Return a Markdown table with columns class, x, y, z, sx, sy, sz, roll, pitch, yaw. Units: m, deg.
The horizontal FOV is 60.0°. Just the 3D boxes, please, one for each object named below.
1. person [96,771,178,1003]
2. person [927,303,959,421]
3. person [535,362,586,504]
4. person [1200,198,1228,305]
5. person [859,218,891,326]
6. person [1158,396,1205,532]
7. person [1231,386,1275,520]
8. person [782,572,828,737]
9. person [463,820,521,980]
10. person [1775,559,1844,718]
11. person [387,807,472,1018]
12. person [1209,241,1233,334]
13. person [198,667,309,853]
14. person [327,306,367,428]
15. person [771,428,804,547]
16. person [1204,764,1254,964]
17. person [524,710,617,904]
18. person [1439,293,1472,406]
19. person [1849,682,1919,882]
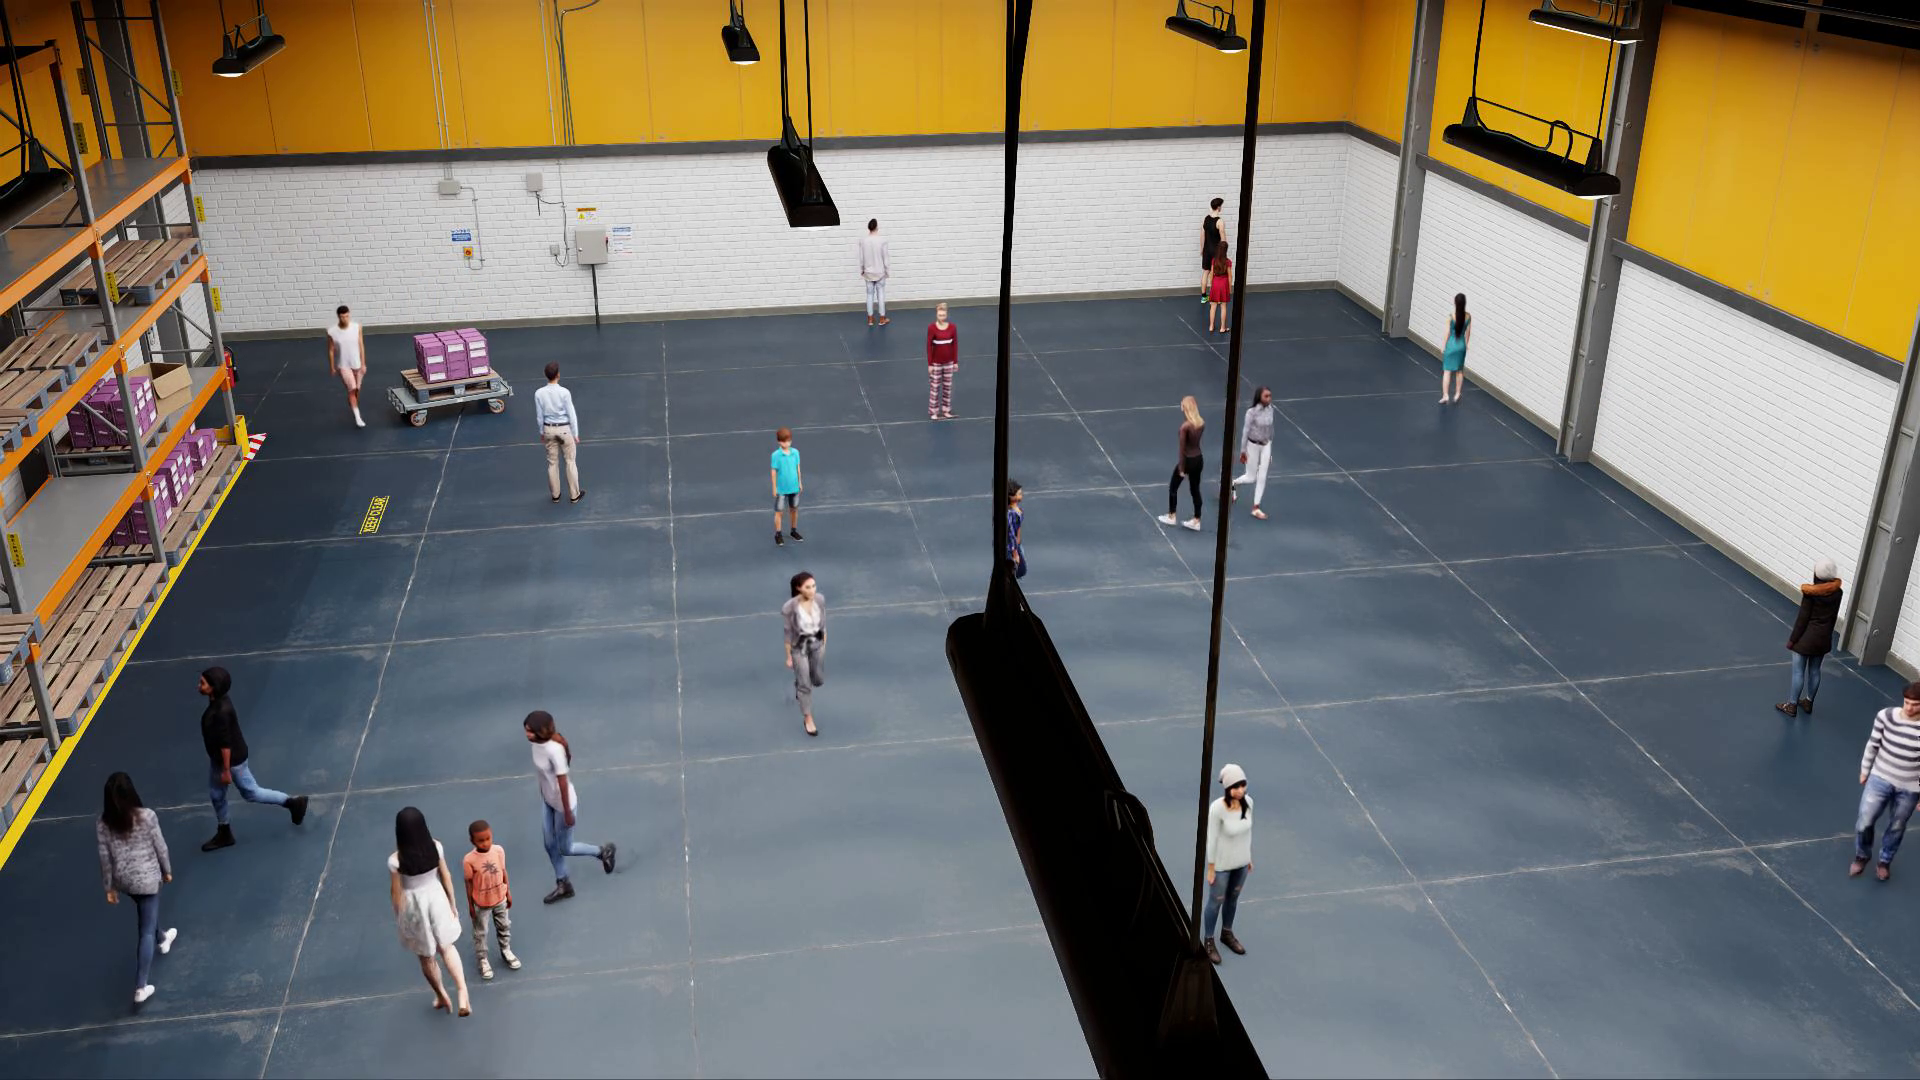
| class | x | y | z | sx | sy | sz | roll | pitch | yaw |
| --- | --- | --- | --- | --- | --- | --- | --- | --- | --- |
| person | -6.089 | 2.575 | 12.276 | 0.692 | 1.686 | 1.165 | -2 | 24 | -4 |
| person | -0.262 | -2.589 | 24.071 | 0.637 | 1.701 | 0.532 | -7 | 25 | -16 |
| person | -5.091 | -1.362 | 21.081 | 0.695 | 1.847 | 0.663 | 1 | 24 | 1 |
| person | 4.522 | -5.172 | 29.744 | 0.722 | 1.889 | 0.830 | 21 | 31 | 40 |
| person | -1.460 | -4.610 | 28.519 | 0.761 | 1.840 | 0.717 | 5 | 24 | 12 |
| person | 2.869 | -0.899 | 20.231 | 0.815 | 1.679 | 0.904 | -21 | 31 | -40 |
| person | 3.652 | -1.125 | 20.716 | 0.796 | 1.706 | 0.977 | -13 | 27 | -28 |
| person | -1.504 | 1.033 | 15.836 | 0.796 | 1.660 | 0.946 | -14 | 27 | -29 |
| person | -3.558 | 2.673 | 12.524 | 0.531 | 1.307 | 0.551 | -14 | 27 | -29 |
| person | 8.243 | 0.935 | 16.090 | 0.641 | 1.636 | 0.618 | -6 | 24 | -13 |
| person | -3.765 | 2.730 | 11.833 | 0.847 | 1.757 | 0.997 | -16 | 28 | -33 |
| person | 4.409 | -4.298 | 28.164 | 0.670 | 1.554 | 0.731 | 10 | 26 | 22 |
| person | -6.033 | 1.839 | 13.987 | 0.925 | 1.665 | 1.105 | -15 | 28 | -31 |
| person | -8.780 | -2.526 | 23.884 | 0.975 | 1.735 | 1.236 | -15 | 28 | -31 |
| person | -2.085 | -0.663 | 19.981 | 0.577 | 1.449 | 0.561 | -12 | 27 | -26 |
| person | 2.040 | 2.434 | 12.649 | 0.629 | 1.645 | 0.608 | -13 | 27 | -27 |
| person | -3.146 | 2.106 | 13.333 | 0.950 | 1.699 | 0.948 | -22 | 32 | -40 |
| person | 7.337 | -2.833 | 24.647 | 0.564 | 1.687 | 0.474 | -3 | 24 | -7 |
| person | 7.650 | 1.927 | 13.580 | 0.827 | 1.829 | 0.884 | 12 | 27 | 26 |
